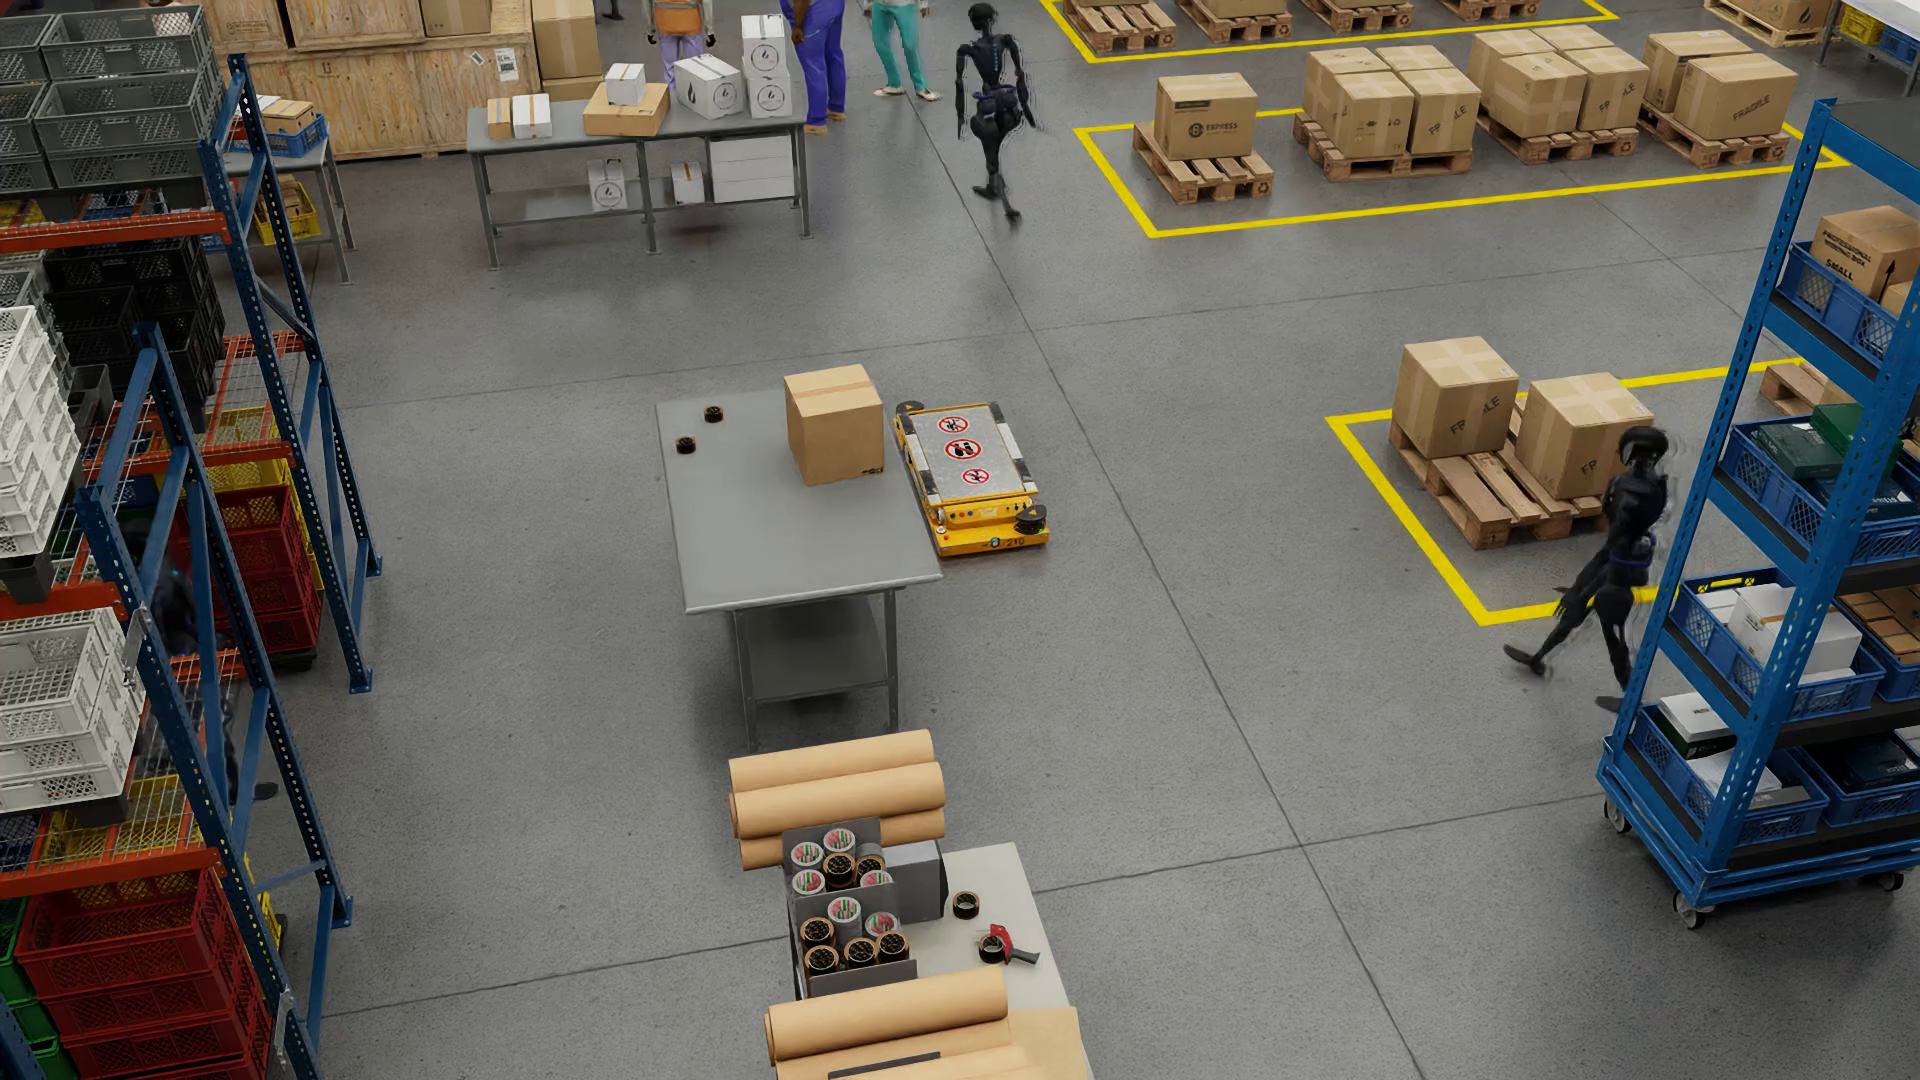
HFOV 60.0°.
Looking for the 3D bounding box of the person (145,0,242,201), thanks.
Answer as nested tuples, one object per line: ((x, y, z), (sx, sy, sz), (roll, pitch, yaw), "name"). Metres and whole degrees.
((-5.870, -3.393, 12.672), (0.389, 1.991, 0.610), (-9, 38, -12), "person")

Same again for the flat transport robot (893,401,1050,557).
((0.046, -0.430, 10.108), (0.652, 0.197, 1.431), (-8, 37, -10), "flat transport robot")

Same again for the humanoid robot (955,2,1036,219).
((0.301, -3.319, 12.866), (0.631, 1.613, 0.680), (-22, 42, -26), "humanoid robot")

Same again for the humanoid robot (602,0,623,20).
((-3.607, -5.916, 16.319), (0.587, 1.644, 0.396), (-22, 42, -26), "humanoid robot")

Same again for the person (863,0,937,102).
((-0.538, -4.737, 14.720), (0.714, 1.704, 0.314), (21, 41, 26), "person")

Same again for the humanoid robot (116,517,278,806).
((-3.590, 0.564, 7.614), (0.466, 1.648, 0.592), (-11, 38, -14), "humanoid robot")

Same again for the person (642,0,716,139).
((-2.358, -4.336, 13.992), (0.590, 1.925, 0.382), (2, 37, 2), "person")

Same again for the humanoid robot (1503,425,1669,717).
((3.218, 0.146, 8.219), (0.767, 1.627, 0.612), (15, 39, 20), "humanoid robot")

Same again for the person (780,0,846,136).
((-1.262, -4.468, 14.075), (0.536, 2.000, 0.682), (19, 41, 24), "person")
